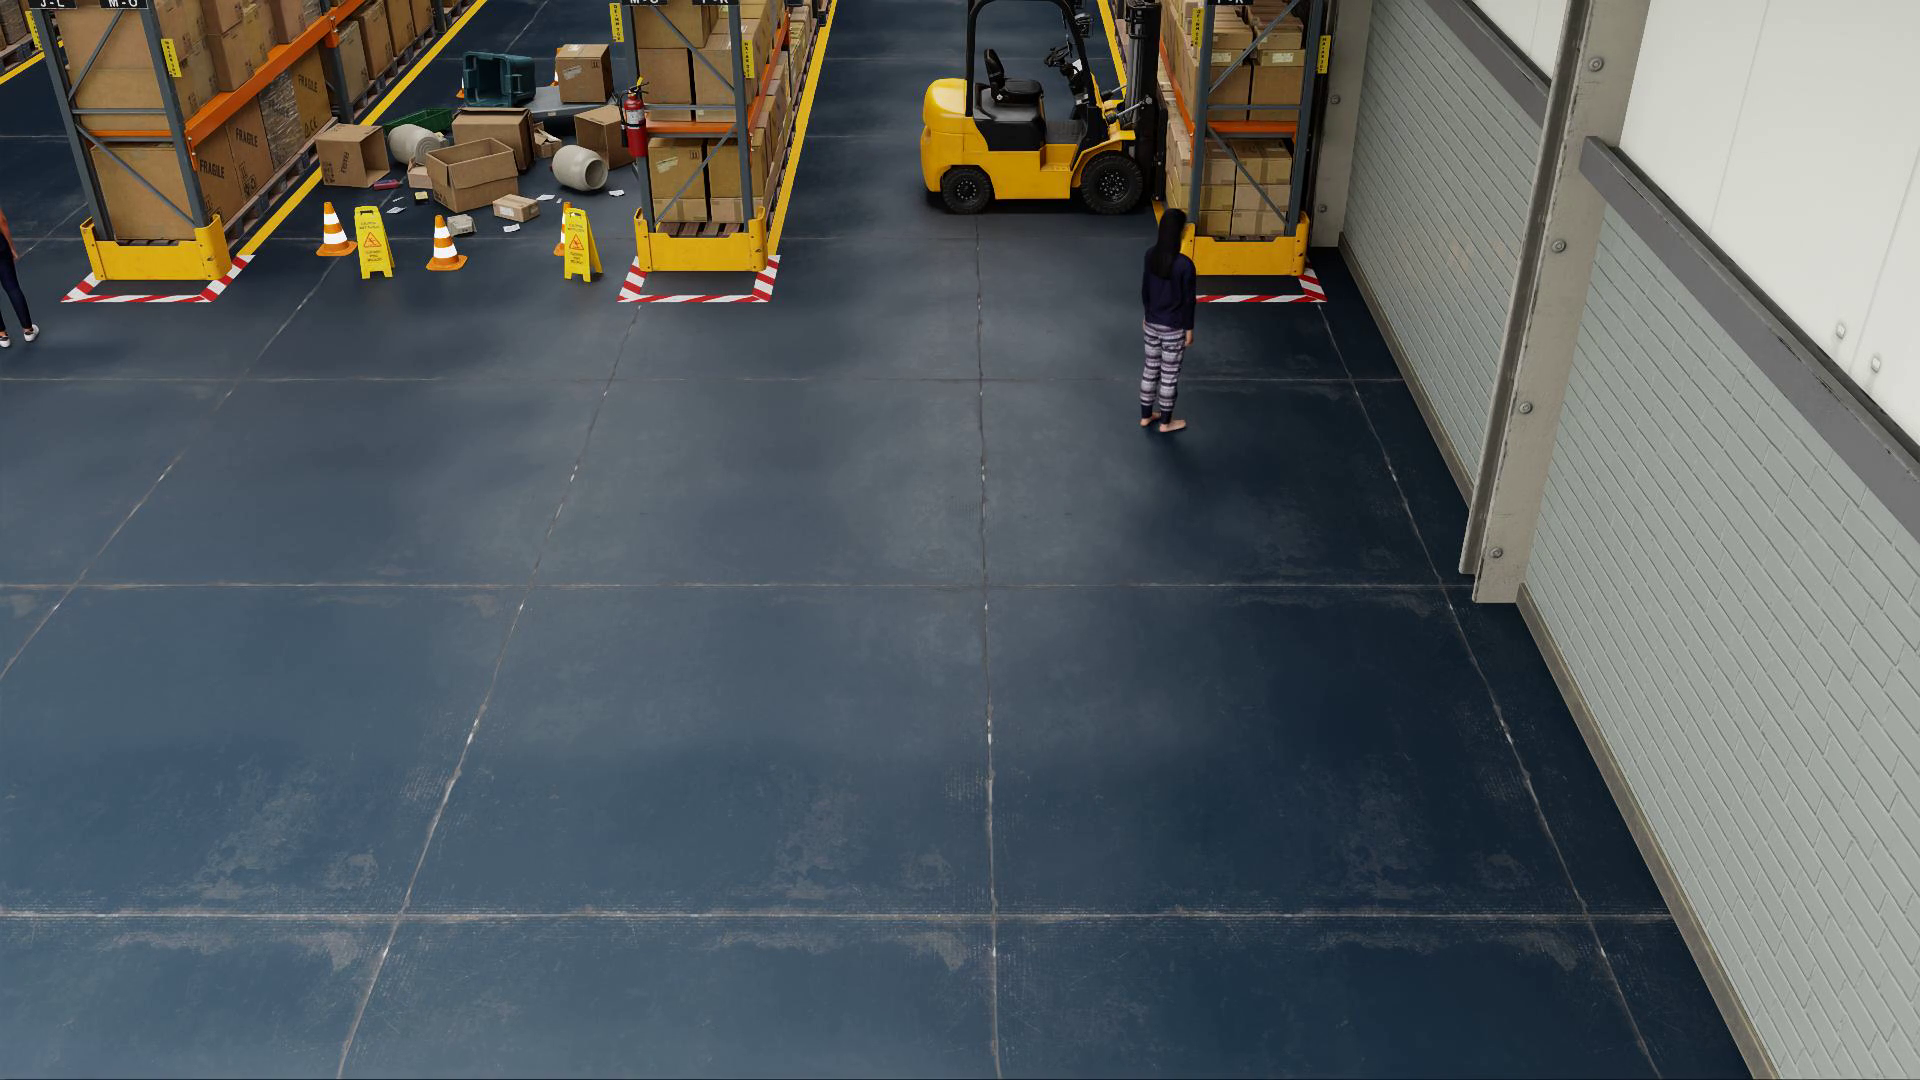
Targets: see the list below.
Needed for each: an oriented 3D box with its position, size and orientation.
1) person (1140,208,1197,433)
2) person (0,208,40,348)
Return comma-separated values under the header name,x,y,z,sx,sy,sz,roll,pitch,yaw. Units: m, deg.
name,x,y,z,sx,sy,sz,roll,pitch,yaw
person,1.531,-1.628,12.362,0.667,1.732,0.729,28,42,37
person,-8.011,-2.389,13.667,0.649,1.627,0.658,-17,36,-25
